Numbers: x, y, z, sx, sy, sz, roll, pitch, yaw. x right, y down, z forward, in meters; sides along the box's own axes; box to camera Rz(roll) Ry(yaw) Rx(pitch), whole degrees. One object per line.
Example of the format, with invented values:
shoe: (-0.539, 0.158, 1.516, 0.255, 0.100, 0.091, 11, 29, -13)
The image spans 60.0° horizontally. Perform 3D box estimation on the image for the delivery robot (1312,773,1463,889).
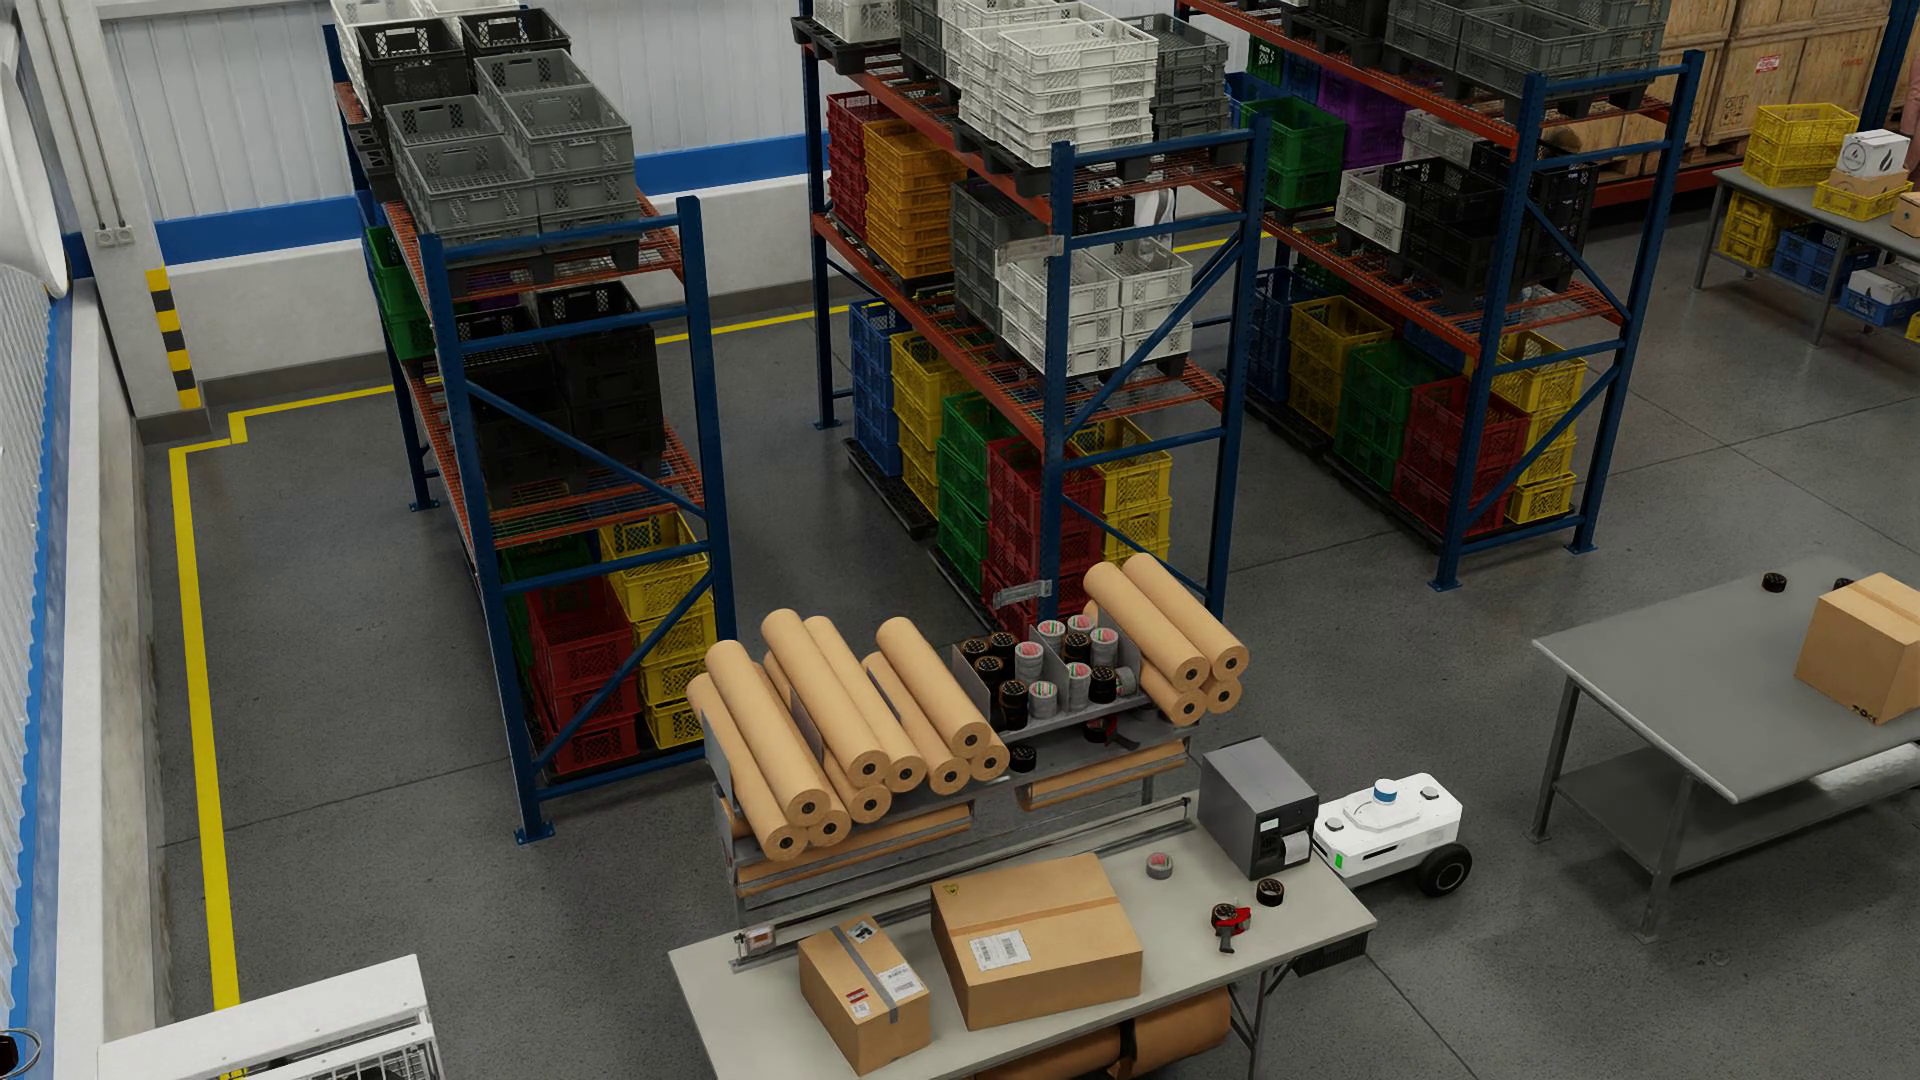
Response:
delivery robot: (1.888, 1.293, 7.490, 0.707, 0.478, 0.477, -13, 34, -20)

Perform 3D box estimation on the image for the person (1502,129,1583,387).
person: (3.949, -1.891, 11.456, 0.657, 1.926, 0.401, -19, 36, -28)

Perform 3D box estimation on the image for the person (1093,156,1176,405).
person: (1.156, -1.809, 11.356, 0.575, 1.882, 0.359, -2, 32, -3)

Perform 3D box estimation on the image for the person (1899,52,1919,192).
person: (8.248, -3.521, 14.115, 0.641, 1.908, 0.407, -13, 34, -20)
